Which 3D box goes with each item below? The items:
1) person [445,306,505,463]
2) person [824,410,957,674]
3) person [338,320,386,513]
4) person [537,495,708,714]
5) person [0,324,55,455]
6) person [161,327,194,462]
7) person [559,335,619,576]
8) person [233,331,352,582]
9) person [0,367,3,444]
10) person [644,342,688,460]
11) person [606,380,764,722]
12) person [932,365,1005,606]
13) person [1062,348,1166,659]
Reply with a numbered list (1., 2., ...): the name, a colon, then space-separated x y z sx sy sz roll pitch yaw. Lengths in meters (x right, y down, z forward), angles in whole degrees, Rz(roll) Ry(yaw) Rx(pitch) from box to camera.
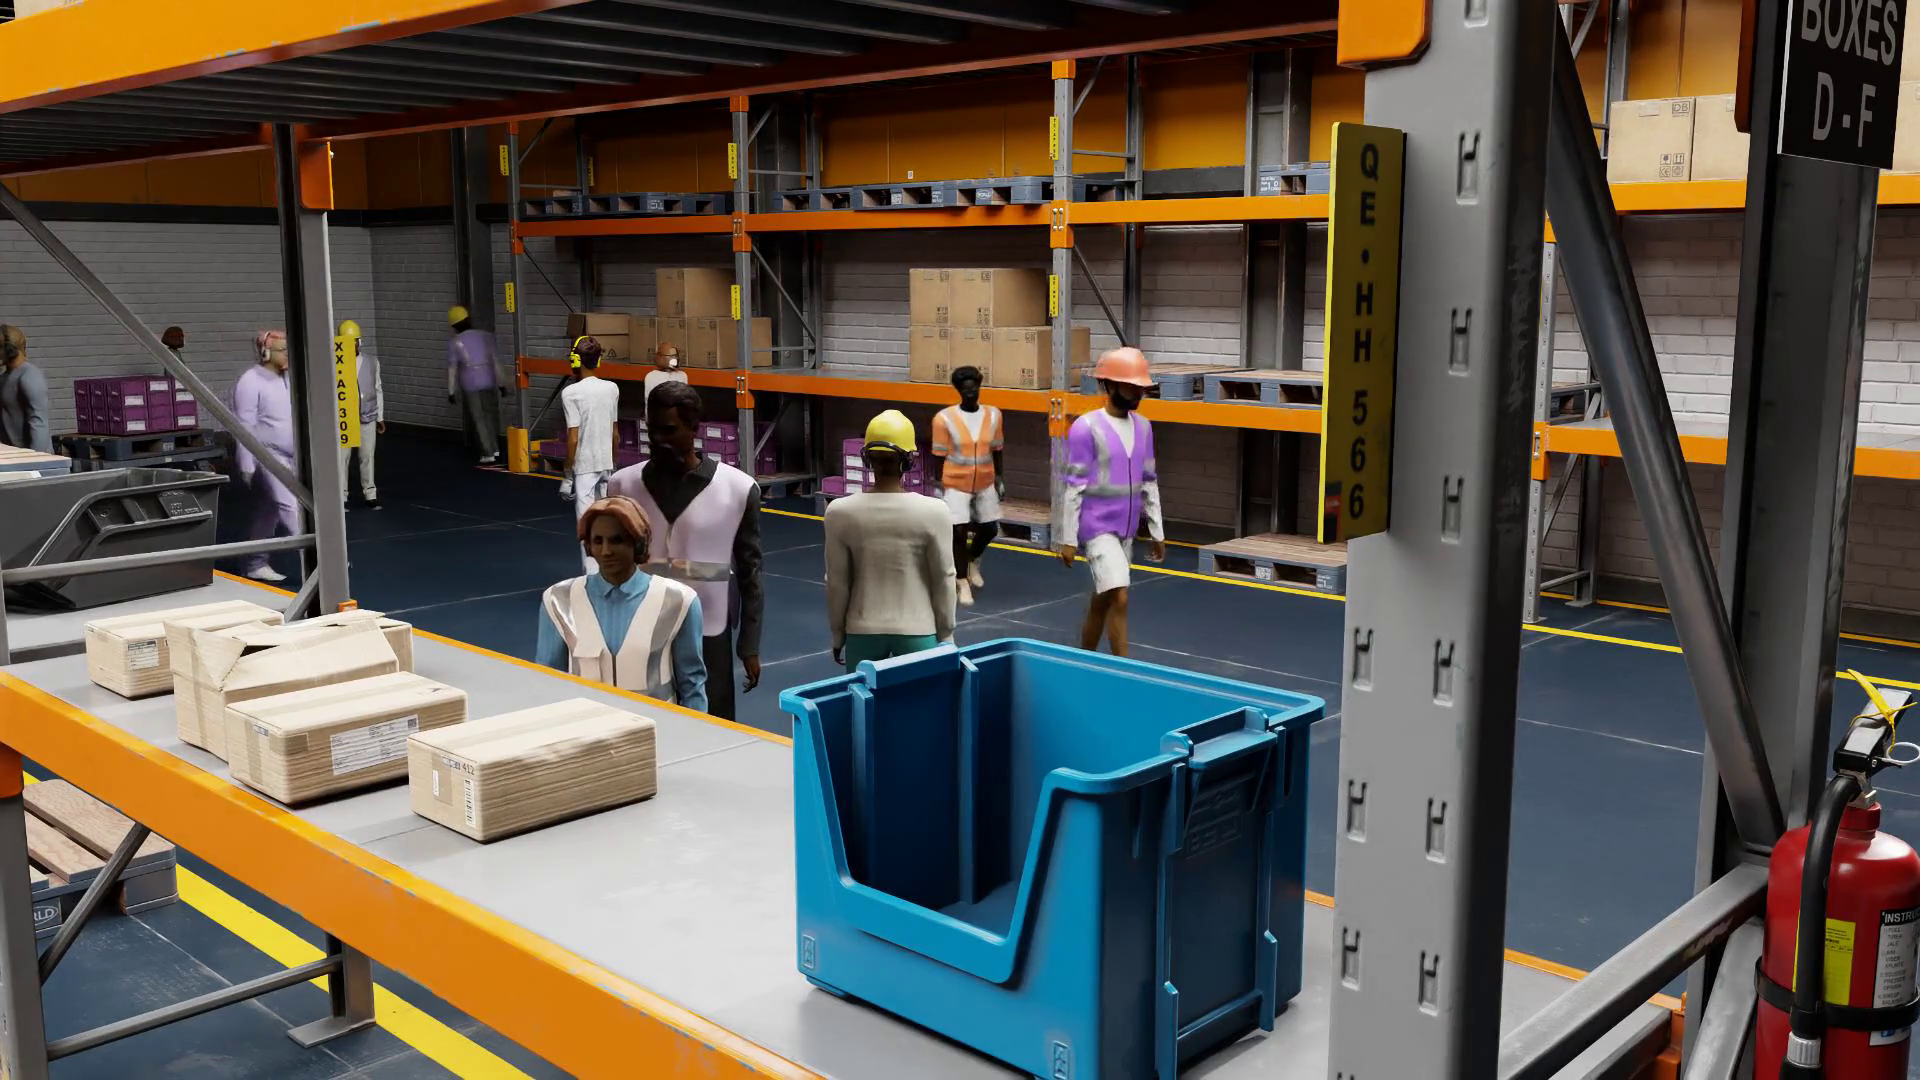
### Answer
1. person: -5.777 -1.843 19.792 0.482 1.877 0.648 9 13 44
2. person: -0.270 0.371 6.578 0.523 1.769 0.309 1 9 6
3. person: -5.771 -1.173 15.839 0.603 1.830 0.404 -7 12 -37
4. person: -1.031 0.672 5.115 0.515 1.640 0.315 0 9 -2
5. person: -6.542 -0.536 11.629 0.370 1.934 0.627 -9 13 -43
6. person: -9.429 -1.751 20.023 0.282 1.626 0.503 -6 11 -34
7. person: -2.531 -0.460 11.355 0.329 1.872 0.507 6 11 31
8. person: -4.883 -0.586 12.144 0.960 1.855 0.673 2 9 9
9. person: -9.258 -1.123 15.725 0.946 1.770 0.604 6 11 31
10. person: -2.784 -1.070 15.854 0.287 1.625 0.497 8 12 42
11. person: -1.019 0.364 6.160 0.595 1.915 0.371 1 9 7
12. person: 0.035 -0.385 11.502 0.541 1.674 0.575 -3 10 -20
13. person: 0.880 -0.045 8.703 0.562 1.897 0.893 -8 12 -41
